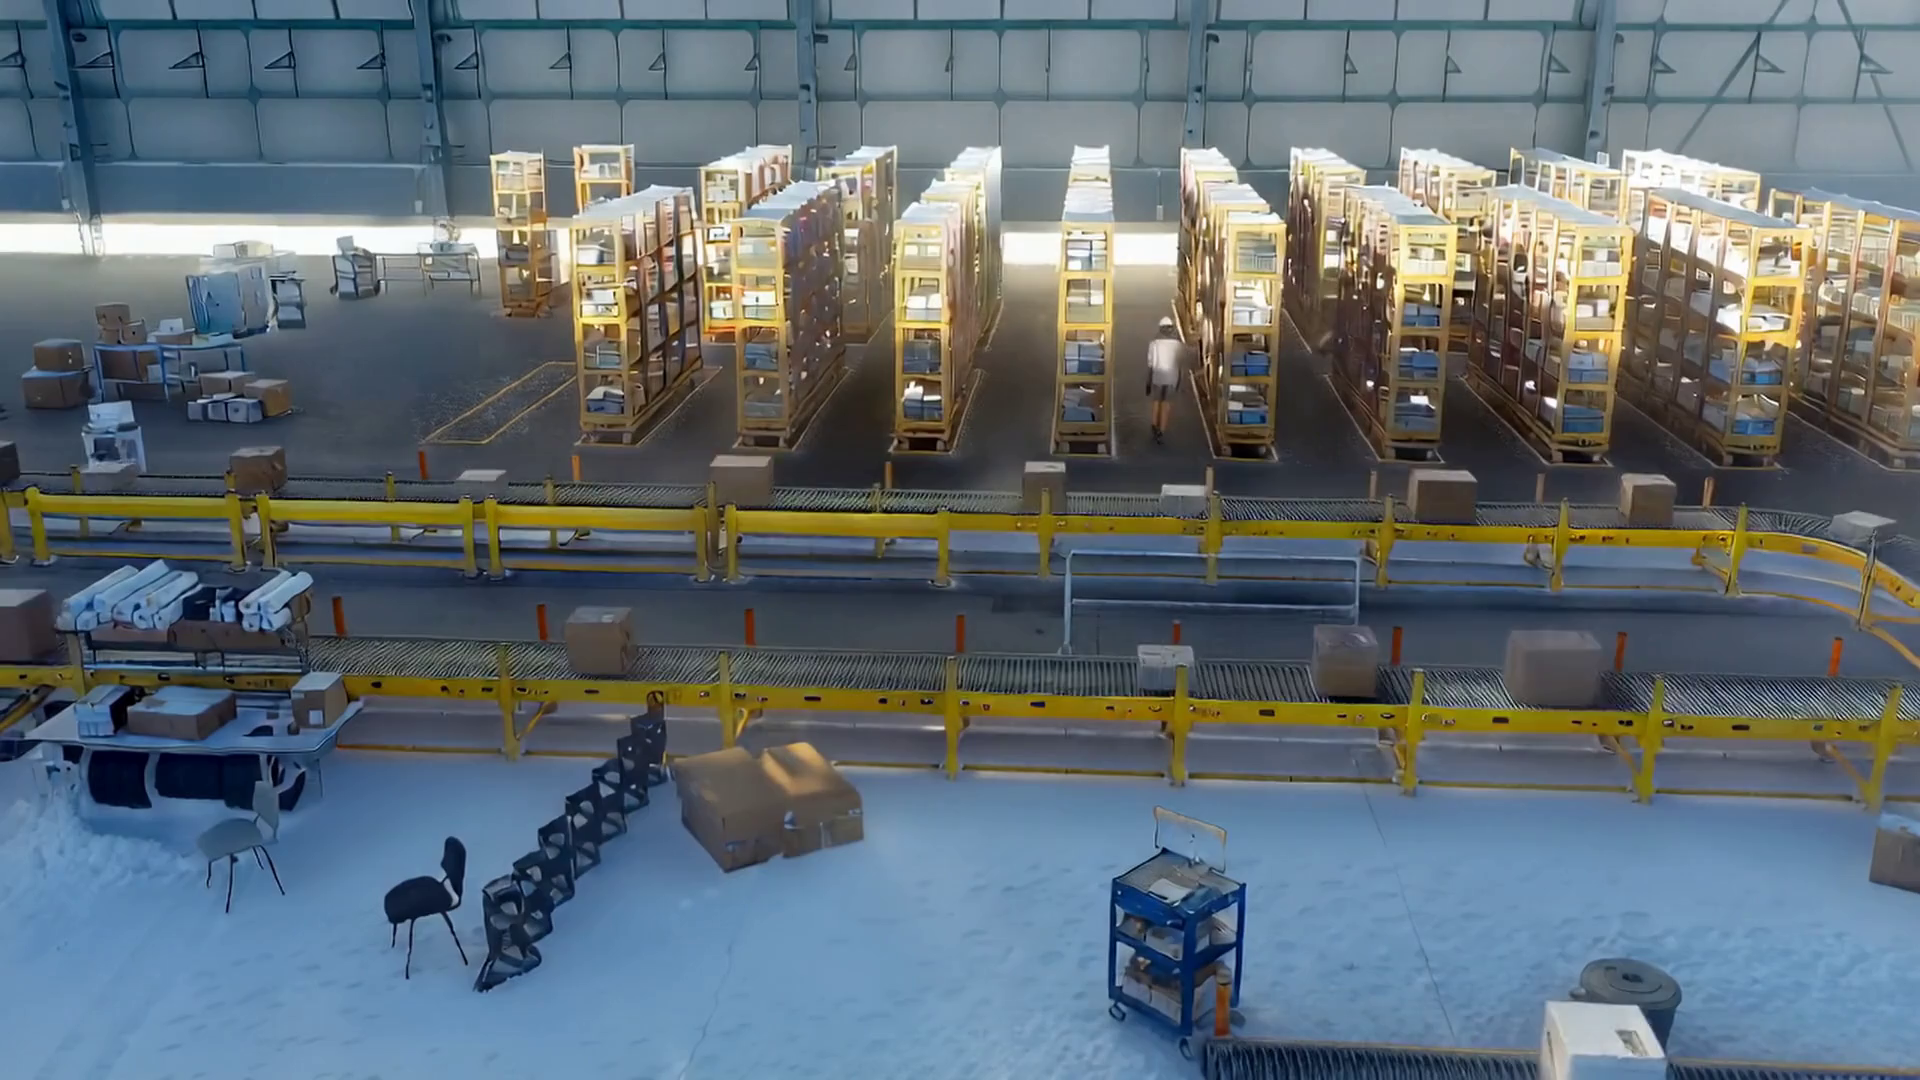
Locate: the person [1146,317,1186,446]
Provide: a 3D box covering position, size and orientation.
[{"bbox_3d":[3.255,-2.543,26.377,0.606,1.978,1.012,3,18,8],"label":"person"}]

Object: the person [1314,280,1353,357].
[{"bbox_3d":[7.534,-4.516,32.930,0.866,1.814,0.572,4,18,14],"label":"person"}]

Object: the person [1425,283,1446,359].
[{"bbox_3d":[9.071,-4.306,31.969,0.392,1.988,0.608,-5,18,-16],"label":"person"}]

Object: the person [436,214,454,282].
[{"bbox_3d":[-13.115,-7.390,42.158,0.463,1.736,0.577,-3,18,-10],"label":"person"}]
